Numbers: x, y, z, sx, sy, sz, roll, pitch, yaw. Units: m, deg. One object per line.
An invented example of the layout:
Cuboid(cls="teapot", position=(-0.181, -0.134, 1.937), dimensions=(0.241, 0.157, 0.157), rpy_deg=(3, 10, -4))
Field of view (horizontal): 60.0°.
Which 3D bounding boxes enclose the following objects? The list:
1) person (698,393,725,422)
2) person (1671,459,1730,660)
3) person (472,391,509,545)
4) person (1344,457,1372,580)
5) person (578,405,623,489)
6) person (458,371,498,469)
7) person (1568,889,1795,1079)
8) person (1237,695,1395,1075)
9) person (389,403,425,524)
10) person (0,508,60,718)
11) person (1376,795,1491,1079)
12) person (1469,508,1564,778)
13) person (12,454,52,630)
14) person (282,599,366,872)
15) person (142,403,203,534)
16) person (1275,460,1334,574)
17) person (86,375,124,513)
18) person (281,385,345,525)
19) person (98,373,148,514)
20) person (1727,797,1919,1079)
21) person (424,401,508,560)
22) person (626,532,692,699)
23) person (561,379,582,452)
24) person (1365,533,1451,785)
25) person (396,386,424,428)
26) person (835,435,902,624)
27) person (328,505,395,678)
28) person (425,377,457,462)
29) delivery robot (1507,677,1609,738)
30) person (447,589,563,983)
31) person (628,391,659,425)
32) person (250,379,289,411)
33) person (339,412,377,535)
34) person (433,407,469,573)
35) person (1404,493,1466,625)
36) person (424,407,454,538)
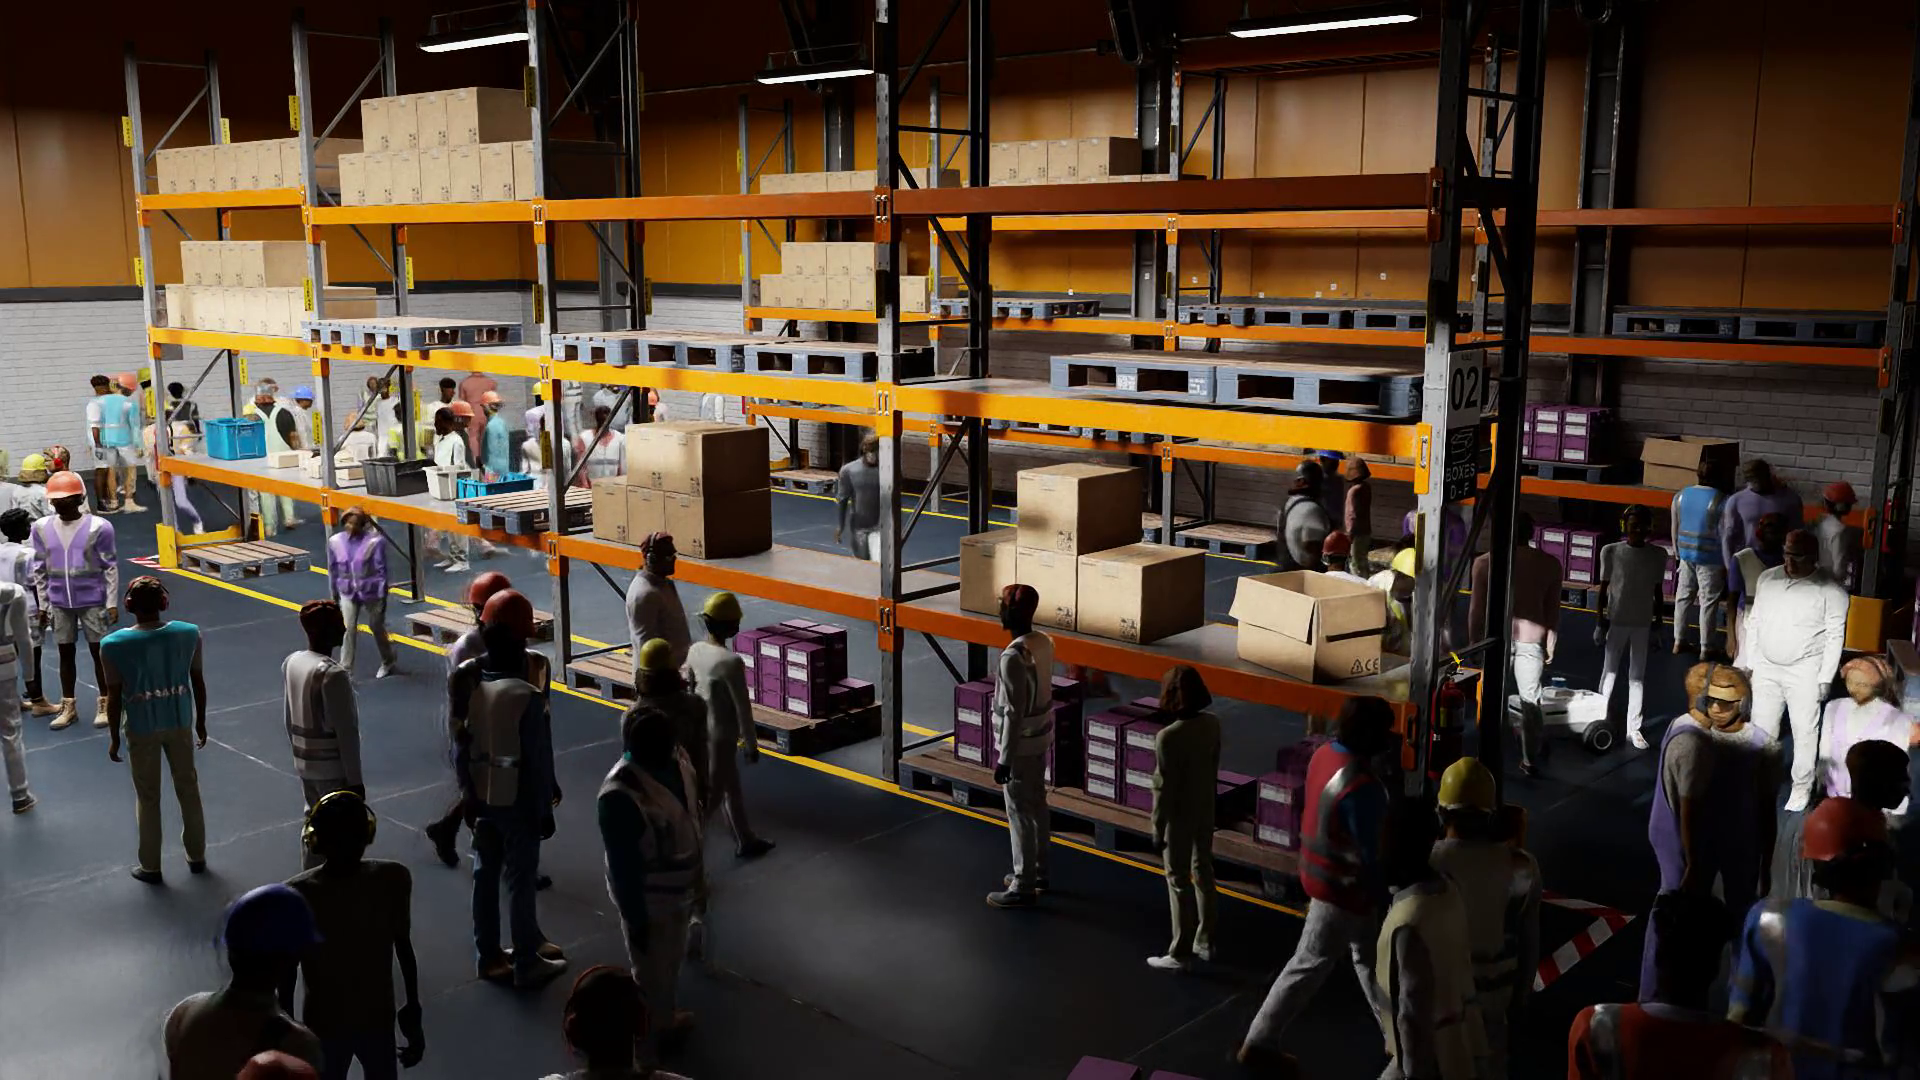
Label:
Cuboid(cls="person", position=(-3.749, -1.591, 25.007), dimensions=(0.420, 1.932, 0.623), rpy_deg=(-8, 13, -37))
Cuboid(cls="person", position=(6.831, 0.176, 15.264), dimensions=(0.429, 1.844, 0.626), rpy_deg=(-6, 12, -29))
Cuboid(cls="person", position=(-5.908, -0.900, 20.998), dimensions=(0.555, 1.965, 0.645), rpy_deg=(-1, 10, -3))
Cuboid(cls="person", position=(4.061, -0.035, 17.042), dimensions=(0.287, 1.631, 0.501), rpy_deg=(6, 12, 31))
Cuboid(cls="person", position=(-4.380, -0.716, 20.213), dimensions=(0.601, 1.886, 0.891), rpy_deg=(-6, 12, -31))
Cuboid(cls="person", position=(-8.096, -2.093, 27.996), dimensions=(0.639, 1.885, 0.737), rpy_deg=(-3, 11, -18))
Cuboid(cls="person", position=(2.061, 1.958, 4.835), dimensions=(0.610, 1.963, 0.362), rpy_deg=(5, 11, 25))
Cuboid(cls="person", position=(1.744, 1.572, 7.550), dimensions=(1.004, 1.790, 0.616), rpy_deg=(0, 10, 2))
Cuboid(cls="person", position=(-7.461, -1.019, 22.473), dimensions=(0.381, 1.671, 0.548), rpy_deg=(9, 13, 41))
Cuboid(cls="person", position=(-7.544, 0.583, 13.359), dimensions=(0.536, 1.699, 0.322), rpy_deg=(4, 11, 20))
Cuboid(cls="person", position=(1.587, 1.832, 5.871), dimensions=(1.008, 1.855, 0.633), rpy_deg=(6, 12, 30))
Cuboid(cls="person", position=(3.949, 0.735, 11.873), dimensions=(0.629, 1.931, 0.384), rpy_deg=(2, 10, 10))
Cuboid(cls="person", position=(-9.084, 0.019, 16.425), dimensions=(0.492, 1.742, 0.324), rpy_deg=(3, 11, 19))
Cuboid(cls="person", position=(-3.442, 1.247, 9.081), dimensions=(0.585, 1.882, 0.343), rpy_deg=(8, 13, 39))
Cuboid(cls="person", position=(-9.978, -0.868, 21.046), dimensions=(0.611, 1.886, 0.600), rpy_deg=(0, 10, 1))
Cuboid(cls="person", position=(2.907, 0.316, 13.905), dimensions=(0.542, 2.000, 0.723), rpy_deg=(-2, 10, -9))
Cuboid(cls="person", position=(-12.172, -1.365, 23.626), dimensions=(0.370, 1.962, 0.608), rpy_deg=(-2, 10, -13))
Cuboid(cls="person", position=(-8.784, -1.140, 22.520), dimensions=(0.976, 1.898, 0.653), rpy_deg=(-2, 10, -10))
Cuboid(cls="person", position=(-11.924, -1.363, 23.581), dimensions=(0.721, 1.992, 0.397), rpy_deg=(1, 10, 5))
Cuboid(cls="person", position=(2.813, 1.843, 5.390), dimensions=(0.749, 2.013, 0.541), rpy_deg=(9, 14, 42))
Cuboid(cls="person", position=(-6.033, -0.712, 20.019), dimensions=(1.056, 1.939, 0.627), rpy_deg=(0, 10, 0))
Cuboid(cls="person", position=(-1.983, 0.885, 11.068), dimensions=(0.407, 1.906, 0.655), rpy_deg=(0, 10, -2))
Cuboid(cls="person", position=(-7.119, -2.543, 30.601), dimensions=(0.463, 1.865, 0.626), rpy_deg=(4, 11, 22))
Cuboid(cls="person", position=(3.068, 0.861, 11.421), dimensions=(0.637, 1.836, 0.430), rpy_deg=(10, 14, 43))
Cuboid(cls="person", position=(-8.337, -1.543, 25.284), dimensions=(0.424, 1.737, 0.563), rpy_deg=(1, 10, 8))
Cuboid(cls="person", position=(-0.918, -0.097, 16.672), dimensions=(0.662, 1.883, 0.988), rpy_deg=(0, 10, 1))
Cuboid(cls="person", position=(-5.142, 0.478, 14.267), dimensions=(0.554, 1.591, 0.884), rpy_deg=(0, 10, 1))
Cuboid(cls="person", position=(-7.371, -1.365, 23.738), dimensions=(0.765, 1.935, 0.609), rpy_deg=(9, 13, 41))
Cuboid(cls="delivery robot", position=(4.466, 1.270, 12.443), dimensions=(0.707, 0.478, 0.477), rpy_deg=(-2, 10, -14))
Cuboid(cls="person", position=(-2.327, 1.252, 8.635), dimensions=(0.384, 2.035, 0.605), rpy_deg=(7, 12, 36))
Cuboid(cls="person", position=(-4.057, -0.964, 21.514), dimensions=(0.549, 1.920, 0.424), rpy_deg=(9, 14, 43))
Cuboid(cls="person", position=(-10.405, -1.548, 25.170), dimensions=(0.557, 1.784, 1.018), rpy_deg=(-5, 11, -27))
Cuboid(cls="person", position=(-7.836, -0.856, 21.672), dimensions=(0.286, 1.636, 0.497), rpy_deg=(9, 13, 40))
Cuboid(cls="person", position=(-5.922, -0.589, 19.365), dimensions=(0.392, 1.920, 0.587), rpy_deg=(-7, 12, -36))
Cuboid(cls="person", position=(3.912, 0.378, 13.893), dimensions=(0.546, 1.929, 0.376), rpy_deg=(9, 13, 41))
Cuboid(cls="person", position=(-6.612, -0.853, 21.417), dimensions=(0.504, 1.712, 0.788), rpy_deg=(5, 11, 25))
